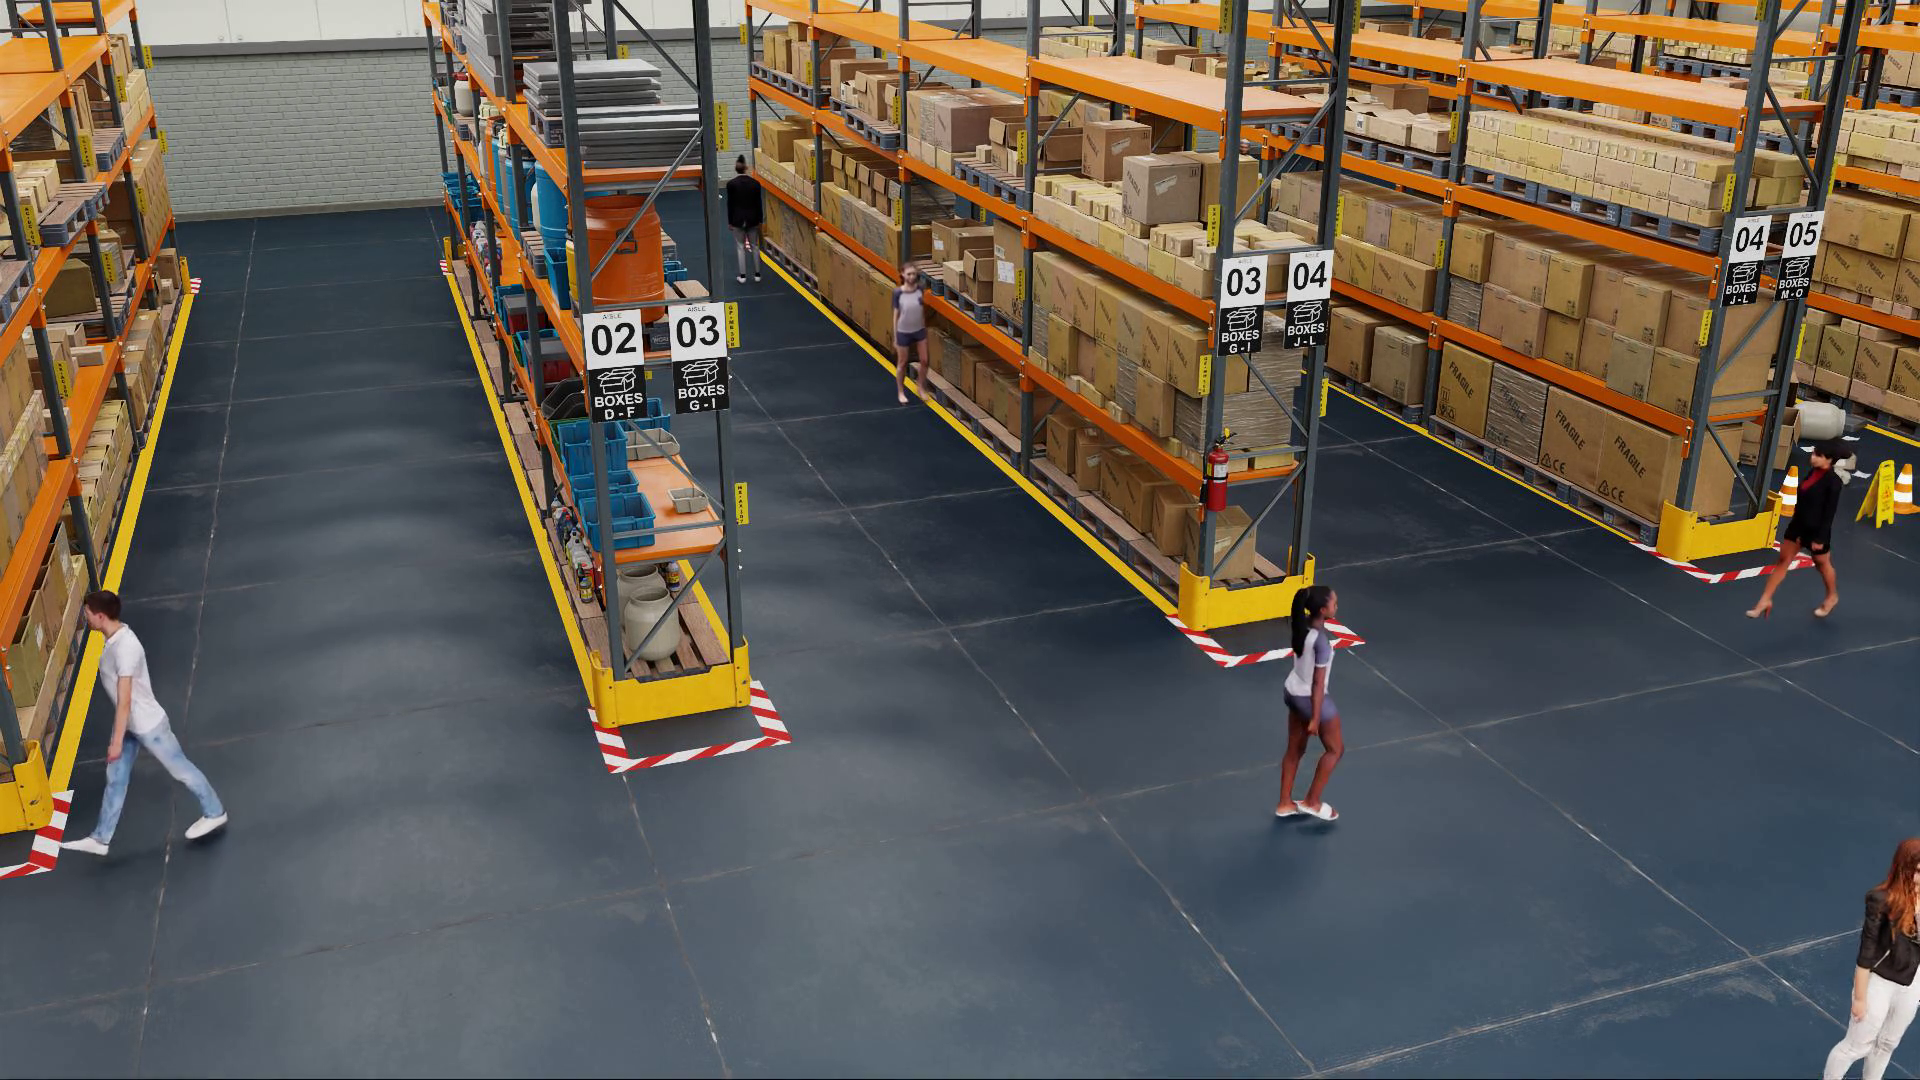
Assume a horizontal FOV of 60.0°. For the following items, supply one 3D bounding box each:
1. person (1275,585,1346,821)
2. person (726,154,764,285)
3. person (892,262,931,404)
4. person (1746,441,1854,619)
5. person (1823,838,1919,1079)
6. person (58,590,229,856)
[{"bbox_3d":[2.241,1.097,11.108,0.697,1.710,0.592,-5,23,-11],"label":"person"},{"bbox_3d":[-3.292,-4.937,25.538,0.718,1.955,0.617,-5,23,-13],"label":"person"},{"bbox_3d":[-0.607,-2.468,19.781,0.626,1.742,0.680,-10,24,-24],"label":"person"},{"bbox_3d":[7.240,-0.031,14.020,0.759,1.593,0.981,-3,22,-8],"label":"person"},{"bbox_3d":[4.691,2.221,8.377,0.645,1.696,0.539,-11,25,-26],"label":"person"},{"bbox_3d":[-5.206,1.180,10.799,1.069,1.788,1.266,-20,30,-40],"label":"person"}]
